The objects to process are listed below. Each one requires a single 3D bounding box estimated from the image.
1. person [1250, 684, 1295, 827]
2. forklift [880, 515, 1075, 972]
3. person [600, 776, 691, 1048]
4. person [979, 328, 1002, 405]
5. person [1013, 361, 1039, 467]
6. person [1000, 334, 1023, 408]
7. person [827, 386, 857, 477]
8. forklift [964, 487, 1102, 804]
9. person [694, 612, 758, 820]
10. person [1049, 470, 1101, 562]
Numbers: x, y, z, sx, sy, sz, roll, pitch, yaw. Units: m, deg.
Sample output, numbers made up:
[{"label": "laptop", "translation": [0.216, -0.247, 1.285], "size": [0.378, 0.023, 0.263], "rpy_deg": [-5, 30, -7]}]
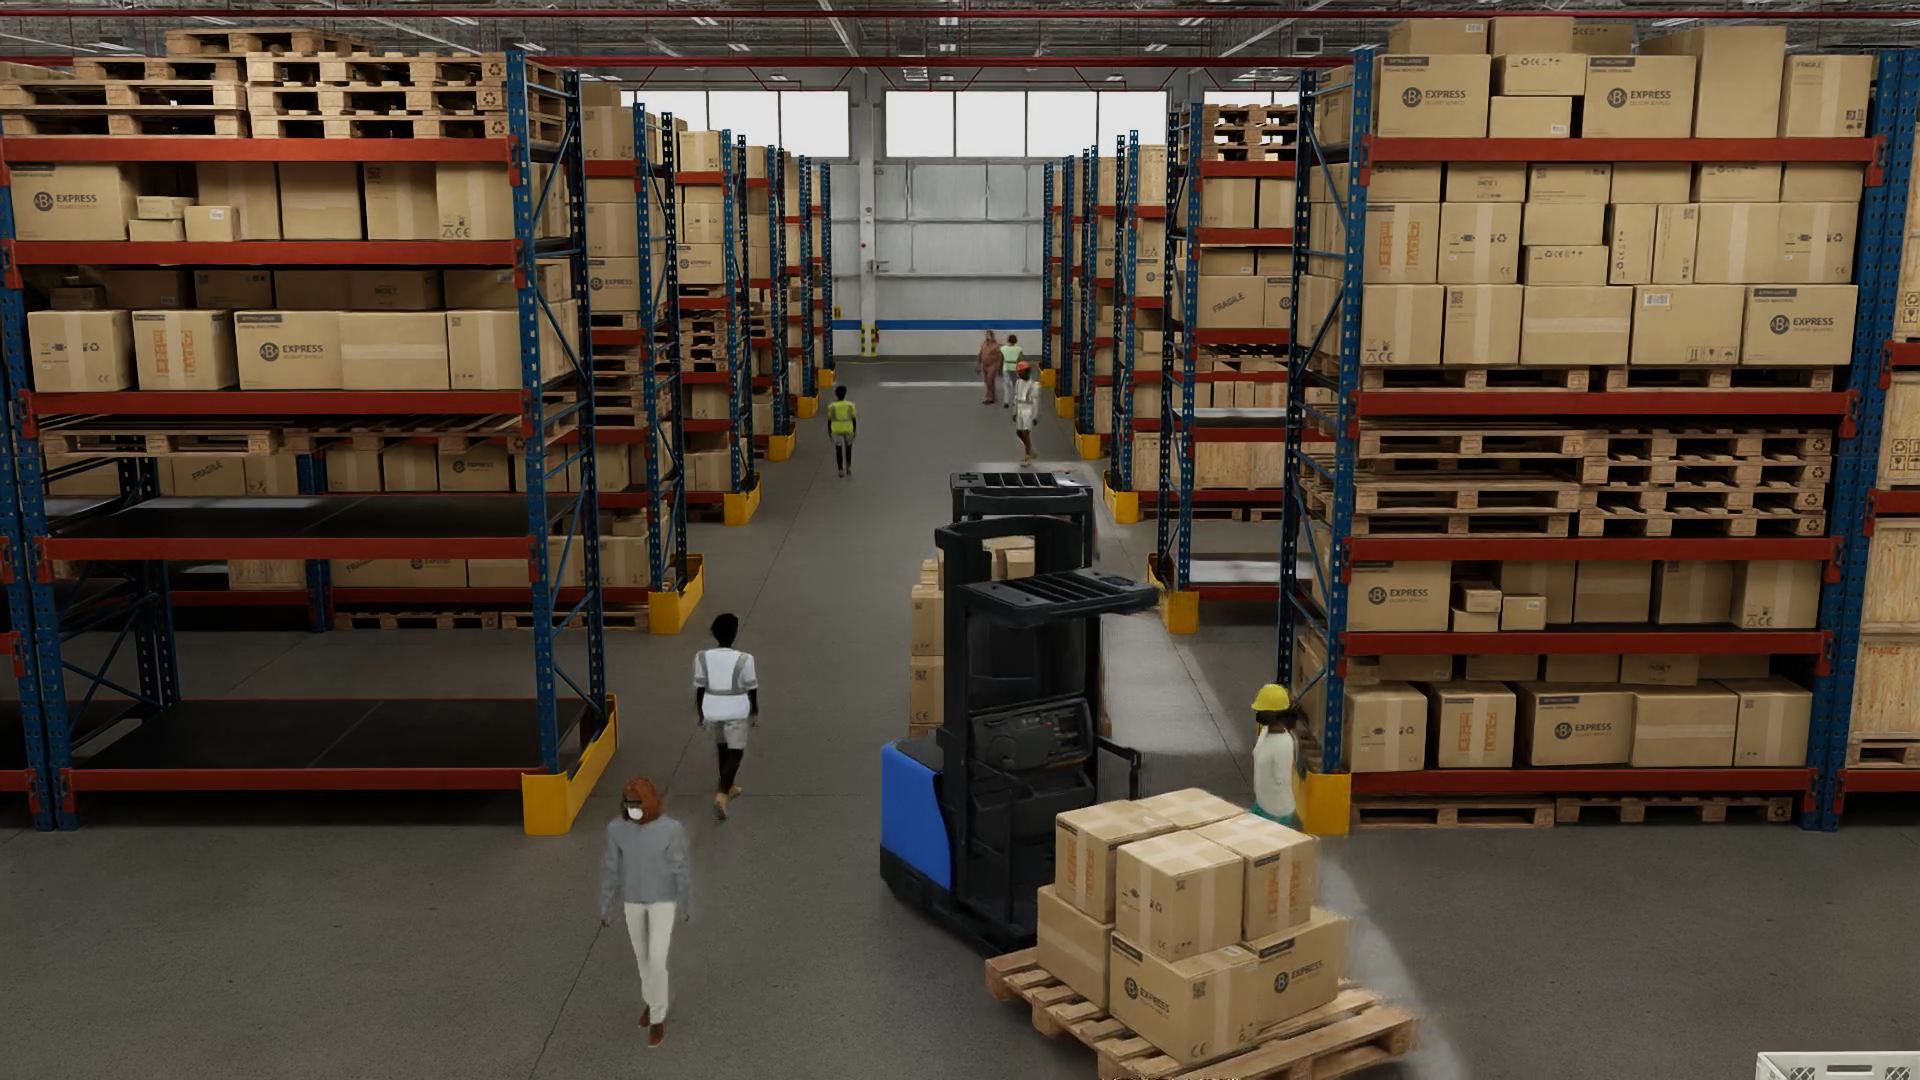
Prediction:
[{"label": "person", "translation": [2.185, 1.832, 11.431], "size": [0.455, 1.754, 0.527], "rpy_deg": [-2, 12, -8]}, {"label": "forklift", "translation": [0.302, 1.248, 11.513], "size": [1.129, 2.768, 1.873], "rpy_deg": [-7, 13, -30]}, {"label": "person", "translation": [-1.898, 2.207, 9.923], "size": [0.523, 1.610, 0.644], "rpy_deg": [2, 12, 10]}, {"label": "person", "translation": [0.730, -4.354, 41.742], "size": [0.653, 1.906, 0.403], "rpy_deg": [11, 16, 44]}, {"label": "person", "translation": [1.300, -2.431, 31.912], "size": [0.556, 2.008, 0.707], "rpy_deg": [-8, 14, -33]}, {"label": "person", "translation": [1.266, -4.180, 41.089], "size": [0.567, 1.810, 0.932], "rpy_deg": [1, 11, 4]}, {"label": "person", "translation": [-2.180, -2.021, 30.732], "size": [0.553, 1.651, 0.864], "rpy_deg": [-1, 11, -4]}, {"label": "forklift", "translation": [0.495, 0.986, 12.813], "size": [1.129, 2.768, 1.873], "rpy_deg": [0, 11, -2]}, {"label": "person", "translation": [-1.933, 1.431, 13.632], "size": [0.537, 1.673, 0.785], "rpy_deg": [3, 12, 14]}, {"label": "person", "translation": [1.333, 0.101, 19.682], "size": [0.658, 1.884, 0.425], "rpy_deg": [-5, 12, -22]}]
